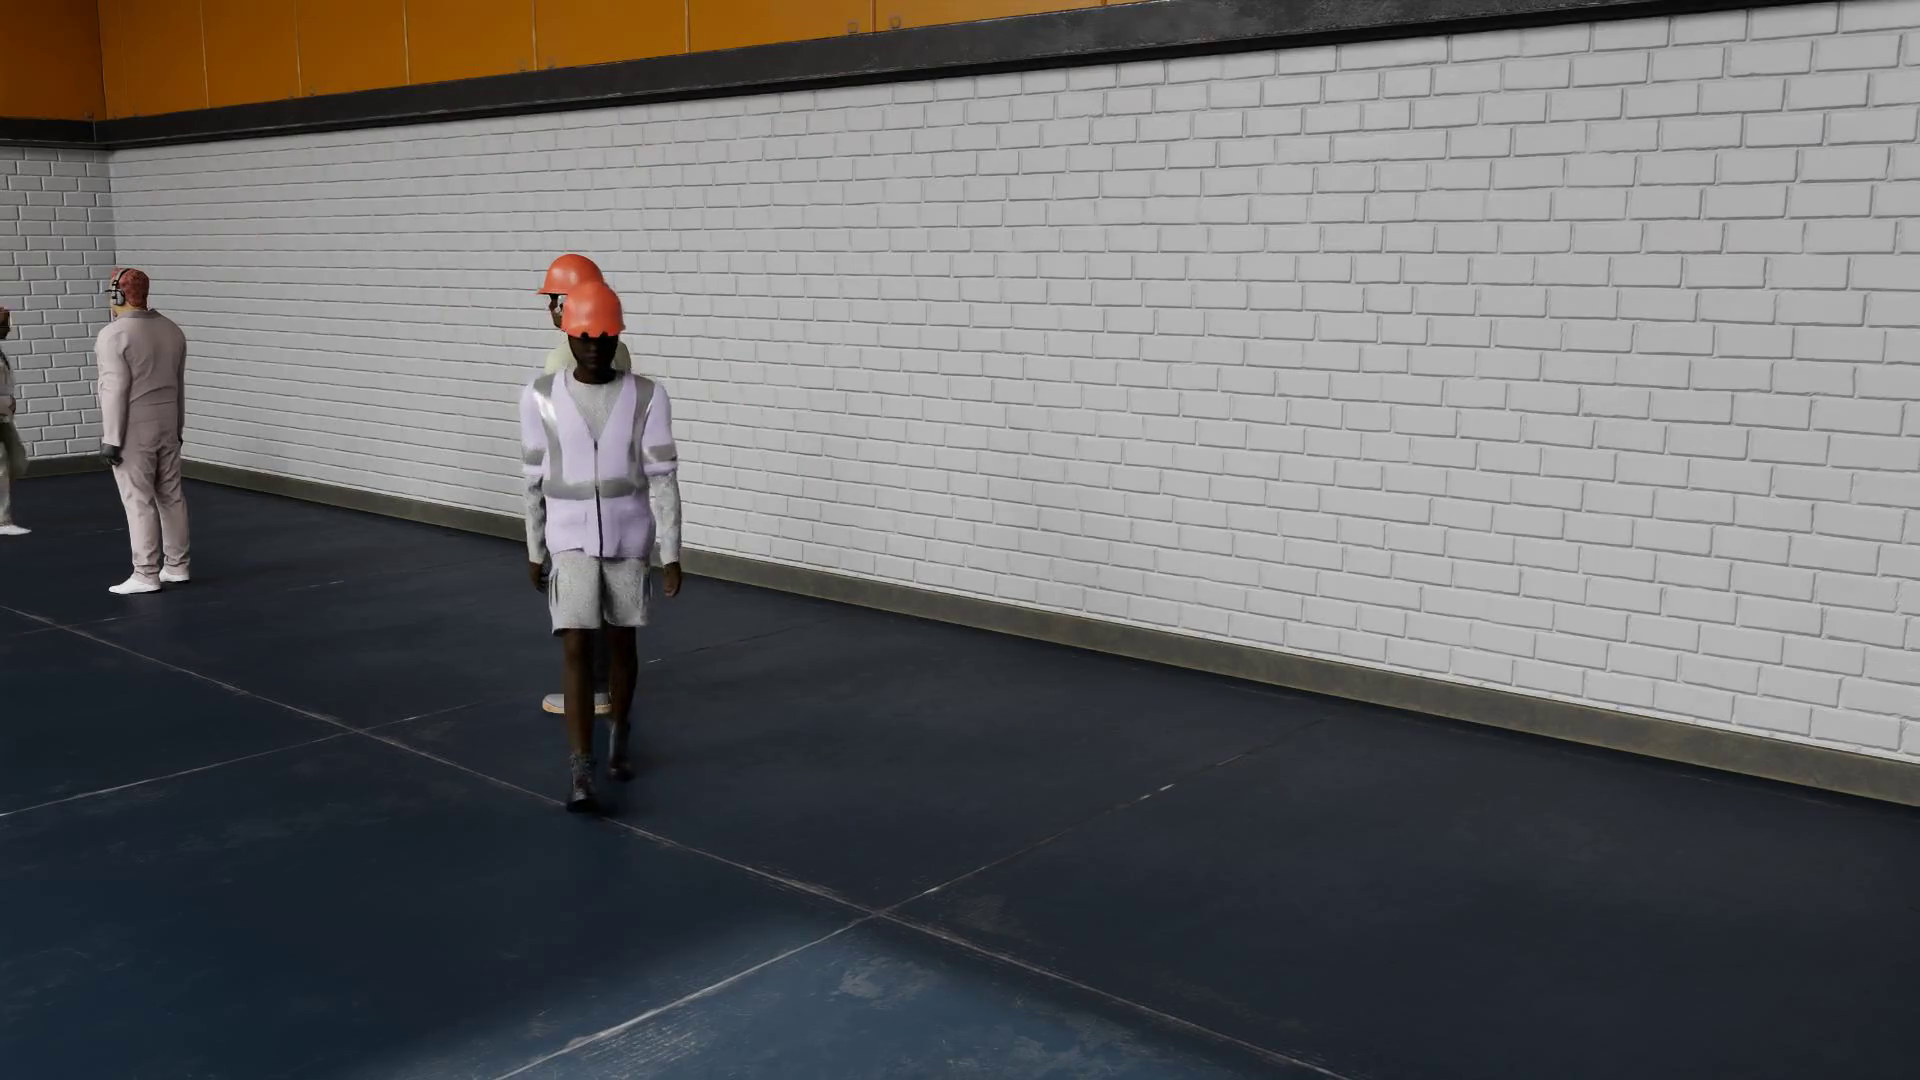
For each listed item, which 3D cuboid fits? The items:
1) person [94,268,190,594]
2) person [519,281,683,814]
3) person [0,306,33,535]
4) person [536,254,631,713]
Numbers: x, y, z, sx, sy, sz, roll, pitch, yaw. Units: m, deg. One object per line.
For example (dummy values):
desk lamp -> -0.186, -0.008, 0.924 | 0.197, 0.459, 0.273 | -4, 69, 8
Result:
person -> -4.831, -0.638, 9.796 | 0.409, 1.907, 0.651 | 2, 10, 12
person -> -1.286, 0.031, 6.007 | 0.562, 1.892, 0.957 | -2, 10, -13
person -> -6.801, -0.830, 11.683 | 0.399, 1.624, 0.513 | -3, 10, -16
person -> -1.637, -0.239, 7.273 | 0.377, 1.995, 0.608 | 2, 10, 13
